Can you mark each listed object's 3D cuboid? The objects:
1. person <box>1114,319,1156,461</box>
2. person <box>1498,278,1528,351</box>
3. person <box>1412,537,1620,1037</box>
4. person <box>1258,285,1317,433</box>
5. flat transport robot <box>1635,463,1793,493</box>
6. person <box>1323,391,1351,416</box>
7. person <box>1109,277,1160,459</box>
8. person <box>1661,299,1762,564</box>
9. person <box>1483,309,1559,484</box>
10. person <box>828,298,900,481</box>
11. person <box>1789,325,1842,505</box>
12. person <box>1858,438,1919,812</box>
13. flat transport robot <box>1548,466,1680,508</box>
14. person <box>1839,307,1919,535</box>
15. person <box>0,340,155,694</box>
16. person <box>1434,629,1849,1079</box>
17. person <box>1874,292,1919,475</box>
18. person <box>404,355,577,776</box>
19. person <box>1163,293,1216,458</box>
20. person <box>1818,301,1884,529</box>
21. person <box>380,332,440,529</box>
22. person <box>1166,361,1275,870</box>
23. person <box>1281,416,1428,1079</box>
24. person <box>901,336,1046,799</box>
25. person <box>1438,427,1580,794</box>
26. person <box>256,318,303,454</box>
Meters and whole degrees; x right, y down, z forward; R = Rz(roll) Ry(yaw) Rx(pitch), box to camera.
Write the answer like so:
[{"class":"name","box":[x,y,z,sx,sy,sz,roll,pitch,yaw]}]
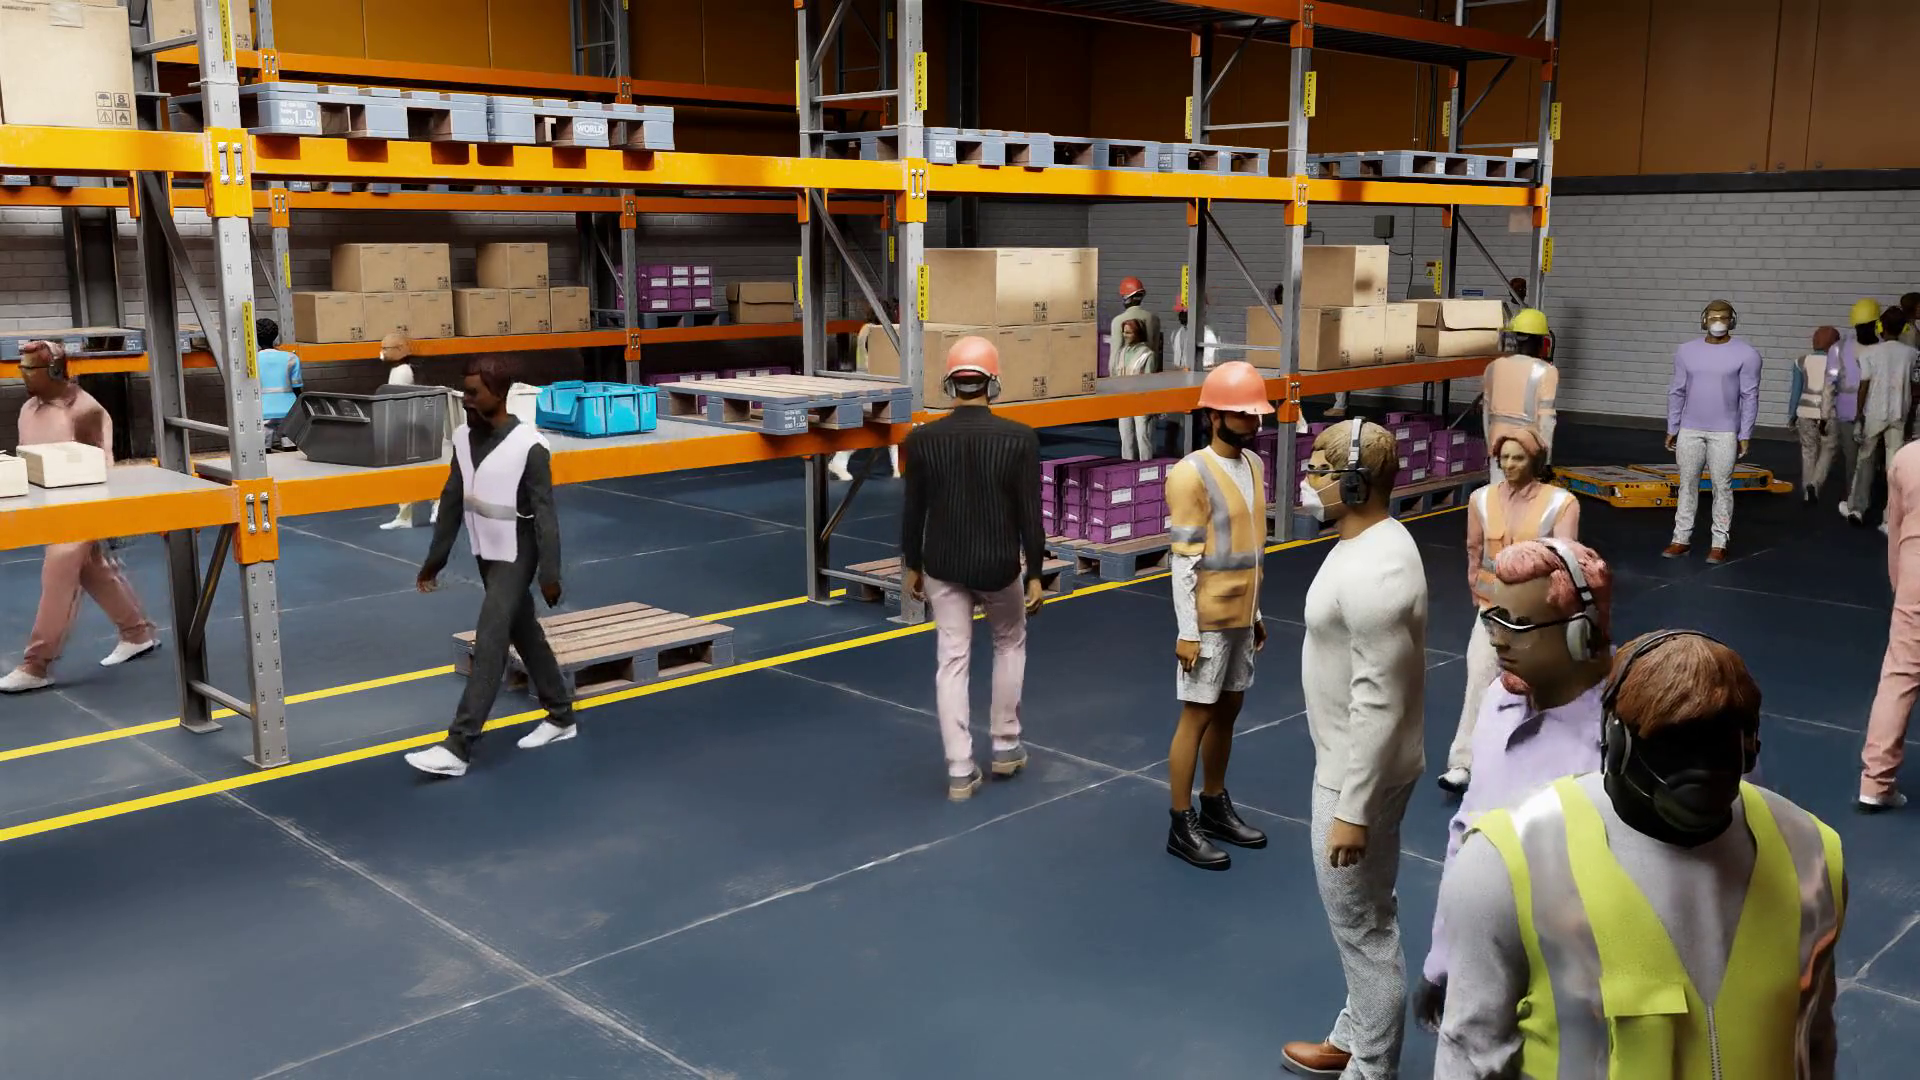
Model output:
[{"class":"person","box":[1.625,-1.241,15.505,0.310,1.638,0.522,-8,13,-36]},{"class":"person","box":[6.836,-2.286,20.542,0.574,1.883,0.355,-6,12,-31]},{"class":"person","box":[1.194,0.904,3.281,1.026,1.854,0.657,-1,10,-6]},{"class":"person","box":[3.833,-2.101,19.706,0.946,1.828,0.516,-7,12,-32]},{"class":"flat transport robot","box":[6.979,-0.580,15.634,1.431,0.197,0.652,-2,11,-9]},{"class":"person","box":[5.088,-2.577,22.246,0.429,1.843,0.627,5,11,24]},{"class":"person","box":[1.766,-1.683,16.995,0.605,1.983,0.405,-6,12,-31]},{"class":"person","box":[5.519,-0.796,12.260,0.636,1.939,0.362,9,14,42]},{"class":"person","box":[3.932,-0.637,11.496,0.871,1.893,0.612,-8,13,-37]},{"class":"person","box":[-0.870,-1.481,16.380,0.925,1.805,0.623,-1,10,-6]},{"class":"person","box":[7.646,-1.099,14.810,0.521,1.615,0.624,10,14,42]},{"class":"person","box":[4.201,0.217,6.987,1.006,1.852,0.662,-6,12,-31]},{"class":"flat transport robot","box":[5.999,-0.503,15.218,0.652,0.197,1.431,-2,11,-9]},{"class":"person","box":[7.569,-0.990,13.647,0.534,1.821,0.903,2,11,11]},{"class":"person","box":[-4.858,-0.154,9.012,0.672,1.856,1.016,7,12,32]},{"class":"person","box":[1.041,1.032,2.559,0.634,1.841,0.429,-1,10,-4]},{"class":"person","box":[9.466,-1.564,16.706,0.327,1.843,0.515,2,11,12]},{"class":"person","box":[-2.137,0.109,7.523,0.610,1.871,1.006,9,14,42]},{"class":"person","box":[2.200,-1.420,15.821,0.986,1.889,0.562,-8,13,-38]},{"class":"person","box":[7.489,-1.047,13.839,0.603,1.859,1.018,8,13,37]},{"class":"person","box":[-4.522,-0.887,13.610,0.458,1.620,0.522,-4,11,-23]},{"class":"person","box":[1.022,0.282,6.387,0.365,1.935,0.552,9,14,40]},{"class":"person","box":[1.064,0.634,4.466,0.355,1.937,0.635,2,11,12]},{"class":"person","box":[0.075,0.100,7.276,0.660,1.967,0.737,2,11,13]},{"class":"person","box":[2.381,0.318,7.154,0.515,1.586,0.884,8,13,36]},{"class":"person","box":[-5.987,-1.081,14.497,0.534,1.694,0.321,-7,13,-34]}]
